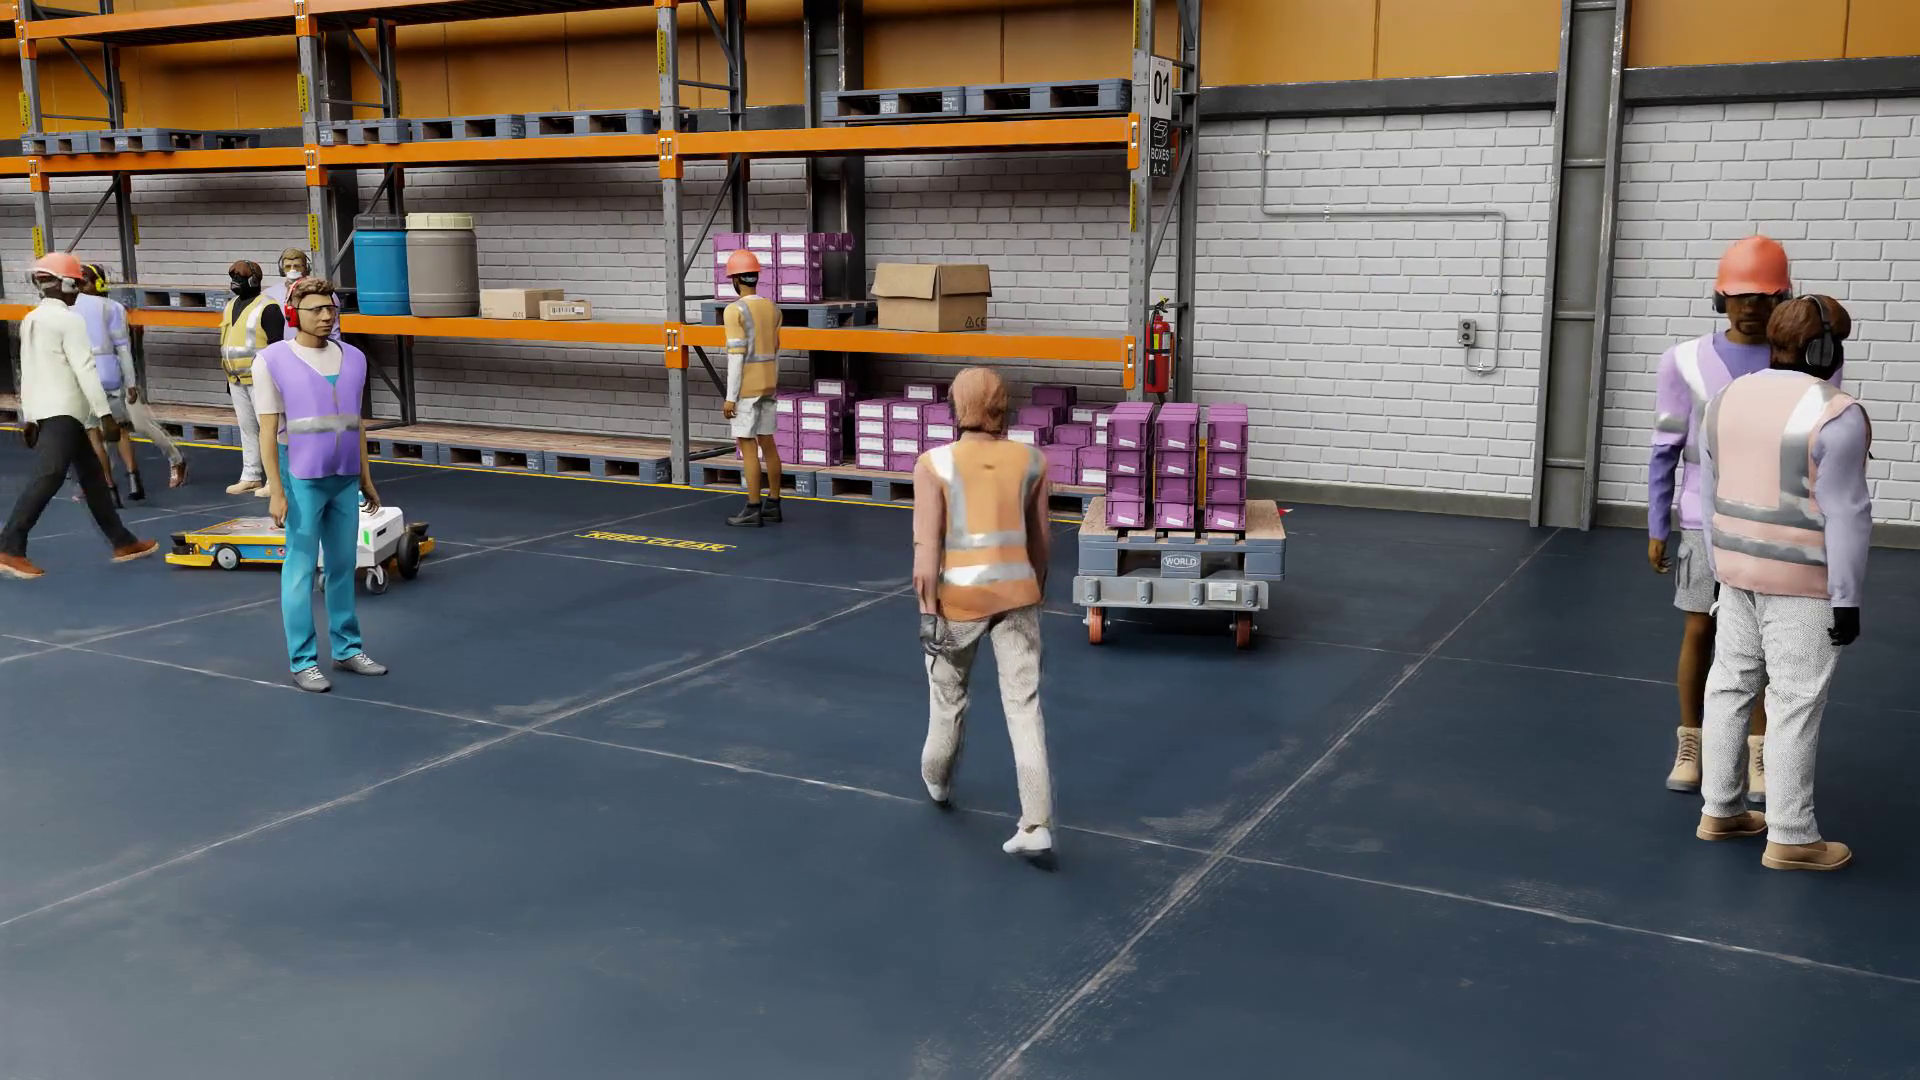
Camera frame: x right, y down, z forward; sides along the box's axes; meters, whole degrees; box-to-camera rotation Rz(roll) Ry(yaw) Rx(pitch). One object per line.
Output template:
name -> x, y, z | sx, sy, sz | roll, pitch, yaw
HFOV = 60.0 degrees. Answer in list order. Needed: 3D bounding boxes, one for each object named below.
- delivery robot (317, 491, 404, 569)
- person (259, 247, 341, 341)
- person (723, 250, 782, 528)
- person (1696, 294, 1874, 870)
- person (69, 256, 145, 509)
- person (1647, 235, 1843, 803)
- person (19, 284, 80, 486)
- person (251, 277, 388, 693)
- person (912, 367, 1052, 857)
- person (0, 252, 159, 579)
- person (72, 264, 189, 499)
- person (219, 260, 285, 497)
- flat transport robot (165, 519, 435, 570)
delivery robot -> -3.466, -0.036, 9.588 | 0.477, 0.478, 0.707 | 0, 10, -3
person -> -5.176, -1.318, 13.082 | 0.631, 1.940, 0.372 | -4, 11, -20
person -> -1.477, -1.052, 11.635 | 0.379, 1.931, 0.548 | 6, 12, 31
person -> 2.670, 0.135, 5.380 | 0.429, 1.844, 0.626 | -3, 11, -18
person -> -6.486, -1.168, 12.374 | 0.578, 1.900, 0.467 | -9, 13, -39
person -> 2.792, -0.065, 5.979 | 0.608, 2.029, 0.407 | 4, 11, 21
person -> -7.345, -1.317, 13.635 | 0.873, 1.728, 0.524 | 6, 12, 30
person -> -2.896, -0.256, 7.510 | 0.387, 1.846, 0.566 | 6, 12, 29
person -> 0.075, 0.226, 5.574 | 0.537, 1.585, 0.916 | -4, 11, -20
person -> -5.450, -0.756, 10.037 | 0.698, 1.936, 1.043 | 9, 13, 39
person -> -6.587, -1.266, 13.141 | 0.572, 1.823, 0.940 | 6, 12, 28
person -> -5.536, -1.259, 13.021 | 0.627, 1.844, 0.429 | 6, 12, 30
flat transport robot -> -4.094, 0.014, 10.352 | 1.431, 0.197, 0.652 | 1, 10, 7
